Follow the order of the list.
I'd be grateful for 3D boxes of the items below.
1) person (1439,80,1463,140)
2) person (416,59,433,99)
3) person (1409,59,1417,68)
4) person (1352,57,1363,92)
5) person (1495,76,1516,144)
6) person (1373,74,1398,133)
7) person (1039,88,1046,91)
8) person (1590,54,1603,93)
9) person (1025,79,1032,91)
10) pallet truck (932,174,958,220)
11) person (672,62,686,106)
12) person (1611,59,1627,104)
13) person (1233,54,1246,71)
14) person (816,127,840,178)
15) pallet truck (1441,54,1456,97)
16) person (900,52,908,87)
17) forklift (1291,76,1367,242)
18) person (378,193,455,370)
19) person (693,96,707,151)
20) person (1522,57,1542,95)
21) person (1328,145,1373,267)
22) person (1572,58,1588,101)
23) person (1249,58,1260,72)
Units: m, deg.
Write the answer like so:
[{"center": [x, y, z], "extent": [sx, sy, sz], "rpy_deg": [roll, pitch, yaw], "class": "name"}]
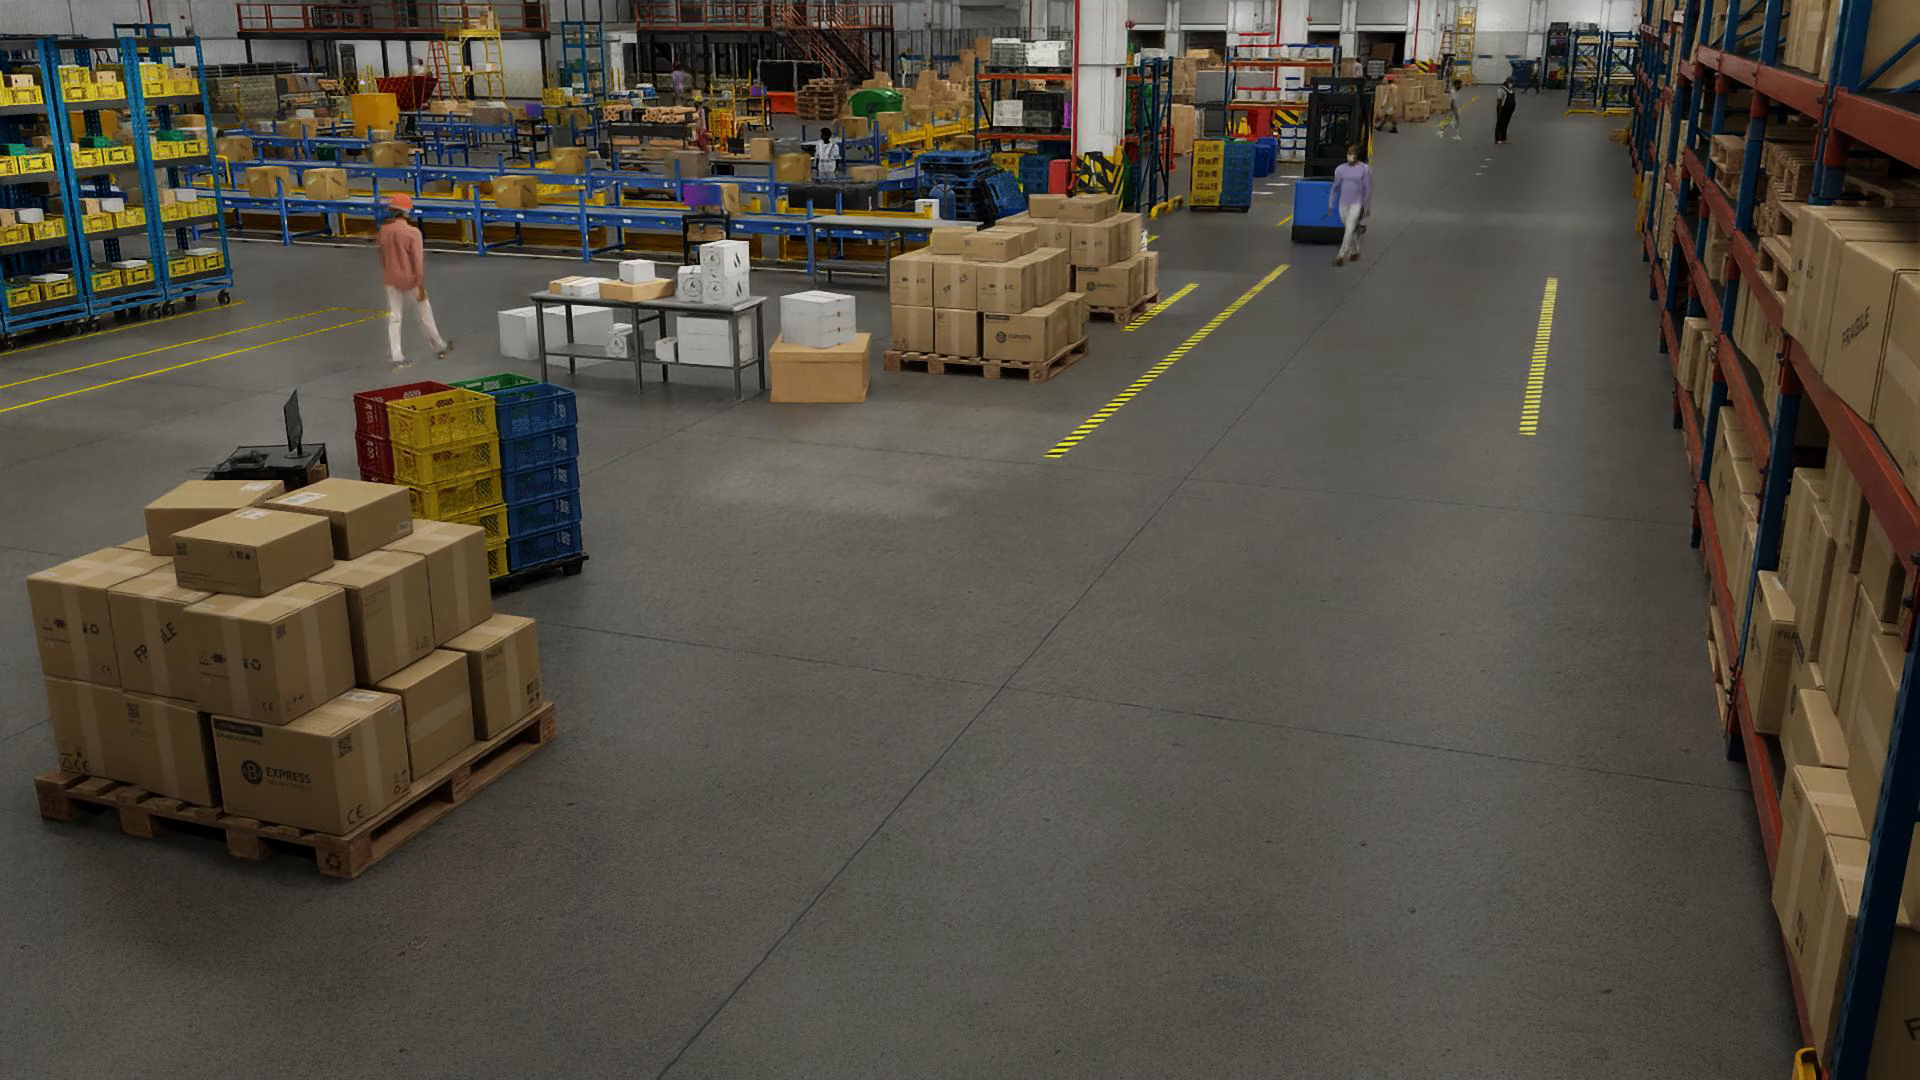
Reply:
[{"center": [15.607, -13.615, 52.612], "extent": [0.528, 1.851, 0.698], "rpy_deg": [-16, 24, -42], "class": "person"}, {"center": [-24.659, -21.071, 76.048], "extent": [0.976, 1.842, 0.582], "rpy_deg": [7, 19, 20], "class": "person"}, {"center": [22.215, -22.871, 81.987], "extent": [0.550, 1.670, 0.768], "rpy_deg": [-10, 20, -28], "class": "person"}, {"center": [18.887, -21.900, 78.687], "extent": [0.707, 1.816, 0.645], "rpy_deg": [-6, 19, -17], "class": "person"}, {"center": [16.651, -13.096, 50.668], "extent": [0.682, 2.000, 0.536], "rpy_deg": [-14, 22, -36], "class": "person"}, {"center": [14.263, -14.553, 55.494], "extent": [0.975, 1.887, 0.550], "rpy_deg": [12, 21, 33], "class": "person"}, {"center": [2.319, -11.893, 47.242], "extent": [0.618, 1.818, 0.431], "rpy_deg": [6, 18, 17], "class": "person"}, {"center": [31.671, -23.238, 82.823], "extent": [0.562, 1.880, 1.042], "rpy_deg": [5, 18, 16], "class": "person"}, {"center": [2.690, -17.481, 64.720], "extent": [0.334, 1.873, 0.521], "rpy_deg": [0, 18, 0], "class": "person"}, {"center": [-0.507, -5.292, 27.348], "extent": [0.653, 1.274, 1.630], "rpy_deg": [6, 19, 19], "class": "pallet truck"}, {"center": [-11.144, -17.771, 65.432], "extent": [1.035, 1.988, 0.641], "rpy_deg": [14, 22, 37], "class": "person"}, {"center": [28.836, -20.048, 72.743], "extent": [0.629, 1.906, 0.926], "rpy_deg": [0, 18, -1], "class": "person"}, {"center": [13.833, -23.092, 82.287], "extent": [0.641, 1.917, 0.659], "rpy_deg": [-2, 18, -7], "class": "person"}, {"center": [-2.659, -7.408, 33.348], "extent": [0.538, 1.698, 0.319], "rpy_deg": [9, 20, 26], "class": "person"}, {"center": [22.765, -21.886, 78.355], "extent": [0.823, 1.965, 1.885], "rpy_deg": [-4, 18, -14], "class": "pallet truck"}, {"center": [-2.958, -24.724, 87.527], "extent": [0.429, 1.842, 0.635], "rpy_deg": [0, 18, 0], "class": "person"}, {"center": [6.598, -6.755, 29.381], "extent": [1.129, 2.768, 1.873], "rpy_deg": [6, 19, 19], "class": "forklift"}, {"center": [-6.247, -2.961, 18.962], "extent": [0.652, 1.946, 0.981], "rpy_deg": [6, 19, 19], "class": "person"}, {"center": [-6.906, -10.896, 44.200], "extent": [0.317, 1.767, 0.534], "rpy_deg": [-6, 19, -17], "class": "person"}, {"center": [27.865, -22.557, 80.800], "extent": [0.913, 1.811, 0.529], "rpy_deg": [6, 19, 18], "class": "person"}, {"center": [6.253, -5.362, 26.626], "extent": [0.651, 1.890, 1.034], "rpy_deg": [14, 22, 37], "class": "person"}, {"center": [27.939, -20.701, 74.796], "extent": [0.814, 1.900, 0.596], "rpy_deg": [-4, 18, -14], "class": "person"}, {"center": [14.538, -22.974, 82.187], "extent": [0.492, 1.743, 0.295], "rpy_deg": [4, 18, 12], "class": "person"}]
